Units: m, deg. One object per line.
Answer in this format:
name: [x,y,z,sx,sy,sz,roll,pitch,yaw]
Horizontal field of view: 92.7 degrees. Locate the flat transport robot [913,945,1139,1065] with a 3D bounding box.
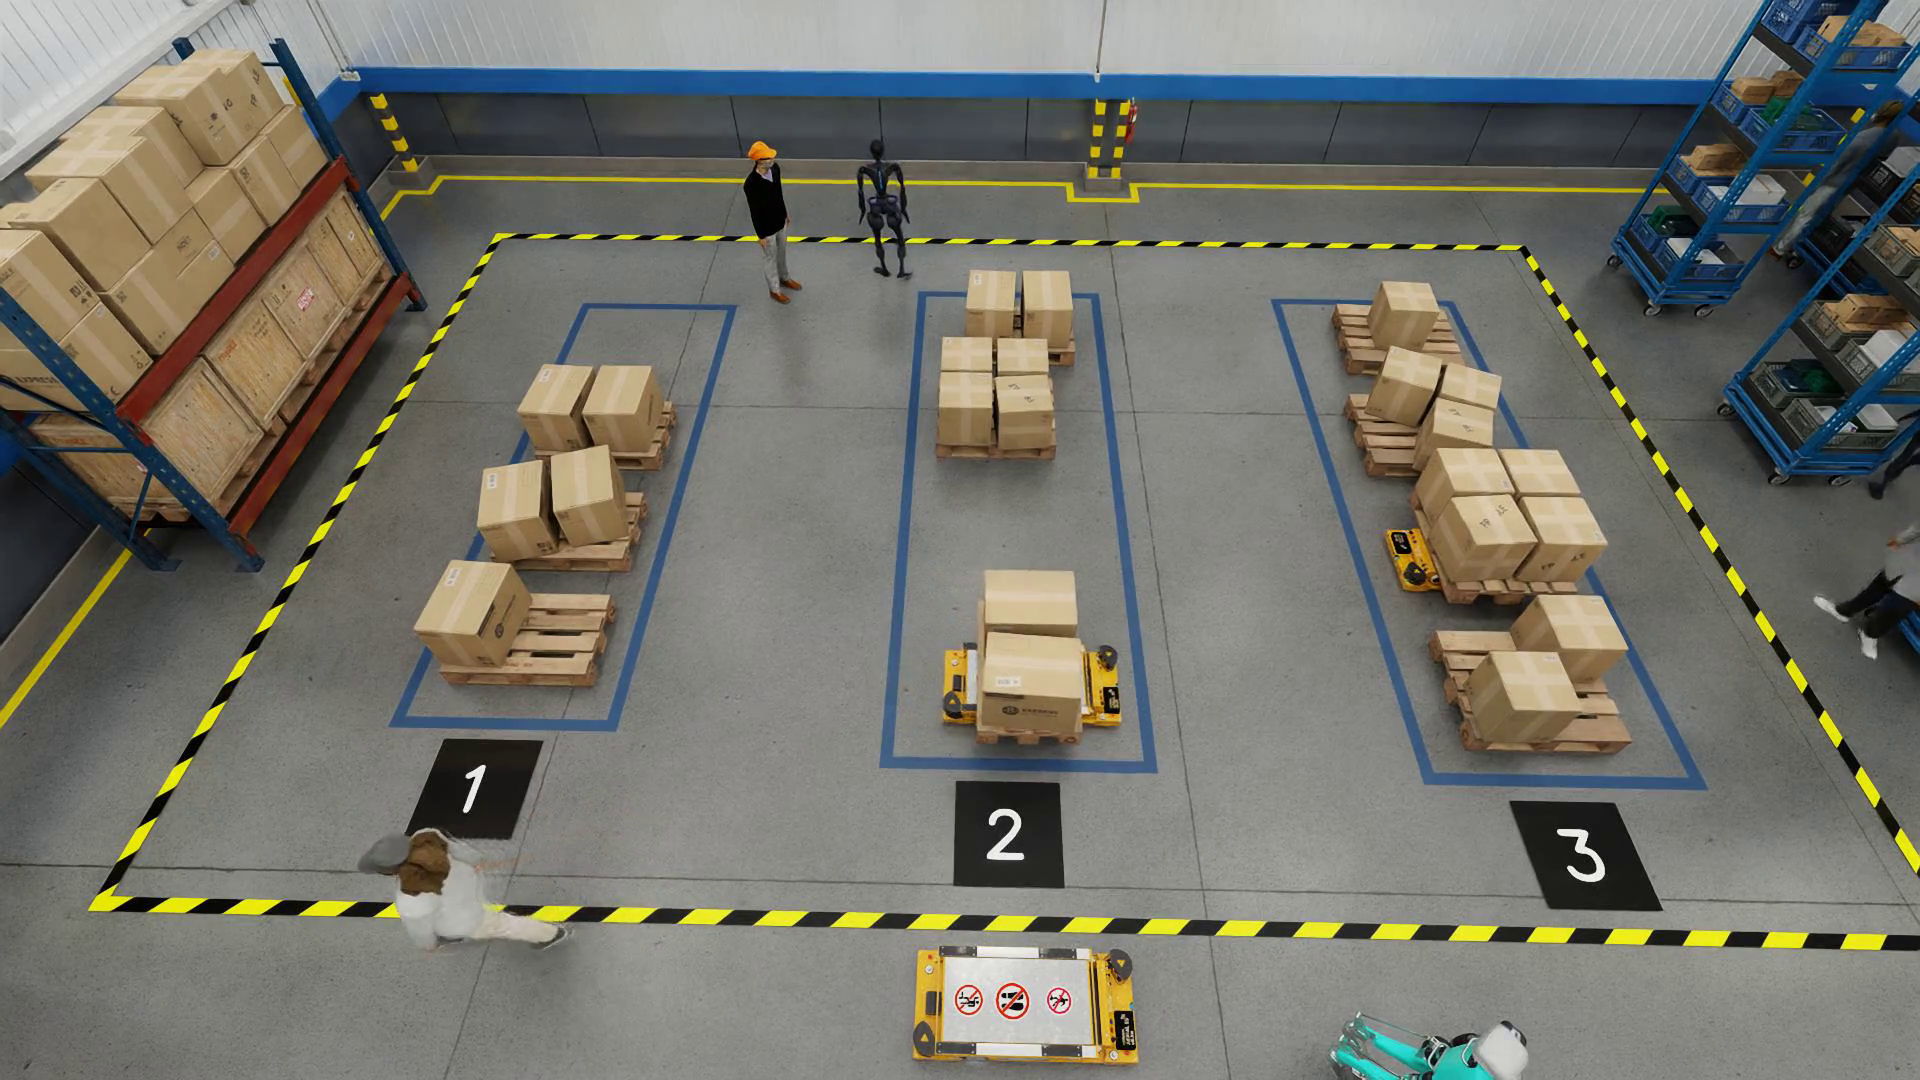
flat transport robot: [0.422,3.041,6.007,1.431,0.231,0.659,1,51,1]

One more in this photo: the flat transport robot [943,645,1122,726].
flat transport robot: [0.587,1.174,7.511,1.431,0.197,0.652,1,51,1]

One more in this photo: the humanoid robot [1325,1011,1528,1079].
humanoid robot: [2.459,2.863,5.121,0.533,1.672,0.735,-36,59,-26]

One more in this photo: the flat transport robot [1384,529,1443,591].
flat transport robot: [4.699,0.155,8.341,1.431,0.197,0.652,1,51,1]

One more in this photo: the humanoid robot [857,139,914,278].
humanoid robot: [-0.876,-3.802,10.680,0.617,1.647,0.455,-3,51,-3]

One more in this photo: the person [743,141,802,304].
person: [-2.124,-3.580,10.362,0.350,1.883,0.590,19,53,15]

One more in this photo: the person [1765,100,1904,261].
person: [10.392,-4.218,10.859,0.620,1.931,0.386,-7,51,-6]

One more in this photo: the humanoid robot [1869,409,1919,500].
humanoid robot: [9.144,-1.095,8.482,0.610,1.637,0.654,28,56,21]

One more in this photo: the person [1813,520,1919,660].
person: [7.697,0.206,7.330,0.370,1.808,0.699,-5,51,-4]

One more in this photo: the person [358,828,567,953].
person: [-3.167,2.248,5.715,0.950,1.717,0.578,-11,52,-9]
